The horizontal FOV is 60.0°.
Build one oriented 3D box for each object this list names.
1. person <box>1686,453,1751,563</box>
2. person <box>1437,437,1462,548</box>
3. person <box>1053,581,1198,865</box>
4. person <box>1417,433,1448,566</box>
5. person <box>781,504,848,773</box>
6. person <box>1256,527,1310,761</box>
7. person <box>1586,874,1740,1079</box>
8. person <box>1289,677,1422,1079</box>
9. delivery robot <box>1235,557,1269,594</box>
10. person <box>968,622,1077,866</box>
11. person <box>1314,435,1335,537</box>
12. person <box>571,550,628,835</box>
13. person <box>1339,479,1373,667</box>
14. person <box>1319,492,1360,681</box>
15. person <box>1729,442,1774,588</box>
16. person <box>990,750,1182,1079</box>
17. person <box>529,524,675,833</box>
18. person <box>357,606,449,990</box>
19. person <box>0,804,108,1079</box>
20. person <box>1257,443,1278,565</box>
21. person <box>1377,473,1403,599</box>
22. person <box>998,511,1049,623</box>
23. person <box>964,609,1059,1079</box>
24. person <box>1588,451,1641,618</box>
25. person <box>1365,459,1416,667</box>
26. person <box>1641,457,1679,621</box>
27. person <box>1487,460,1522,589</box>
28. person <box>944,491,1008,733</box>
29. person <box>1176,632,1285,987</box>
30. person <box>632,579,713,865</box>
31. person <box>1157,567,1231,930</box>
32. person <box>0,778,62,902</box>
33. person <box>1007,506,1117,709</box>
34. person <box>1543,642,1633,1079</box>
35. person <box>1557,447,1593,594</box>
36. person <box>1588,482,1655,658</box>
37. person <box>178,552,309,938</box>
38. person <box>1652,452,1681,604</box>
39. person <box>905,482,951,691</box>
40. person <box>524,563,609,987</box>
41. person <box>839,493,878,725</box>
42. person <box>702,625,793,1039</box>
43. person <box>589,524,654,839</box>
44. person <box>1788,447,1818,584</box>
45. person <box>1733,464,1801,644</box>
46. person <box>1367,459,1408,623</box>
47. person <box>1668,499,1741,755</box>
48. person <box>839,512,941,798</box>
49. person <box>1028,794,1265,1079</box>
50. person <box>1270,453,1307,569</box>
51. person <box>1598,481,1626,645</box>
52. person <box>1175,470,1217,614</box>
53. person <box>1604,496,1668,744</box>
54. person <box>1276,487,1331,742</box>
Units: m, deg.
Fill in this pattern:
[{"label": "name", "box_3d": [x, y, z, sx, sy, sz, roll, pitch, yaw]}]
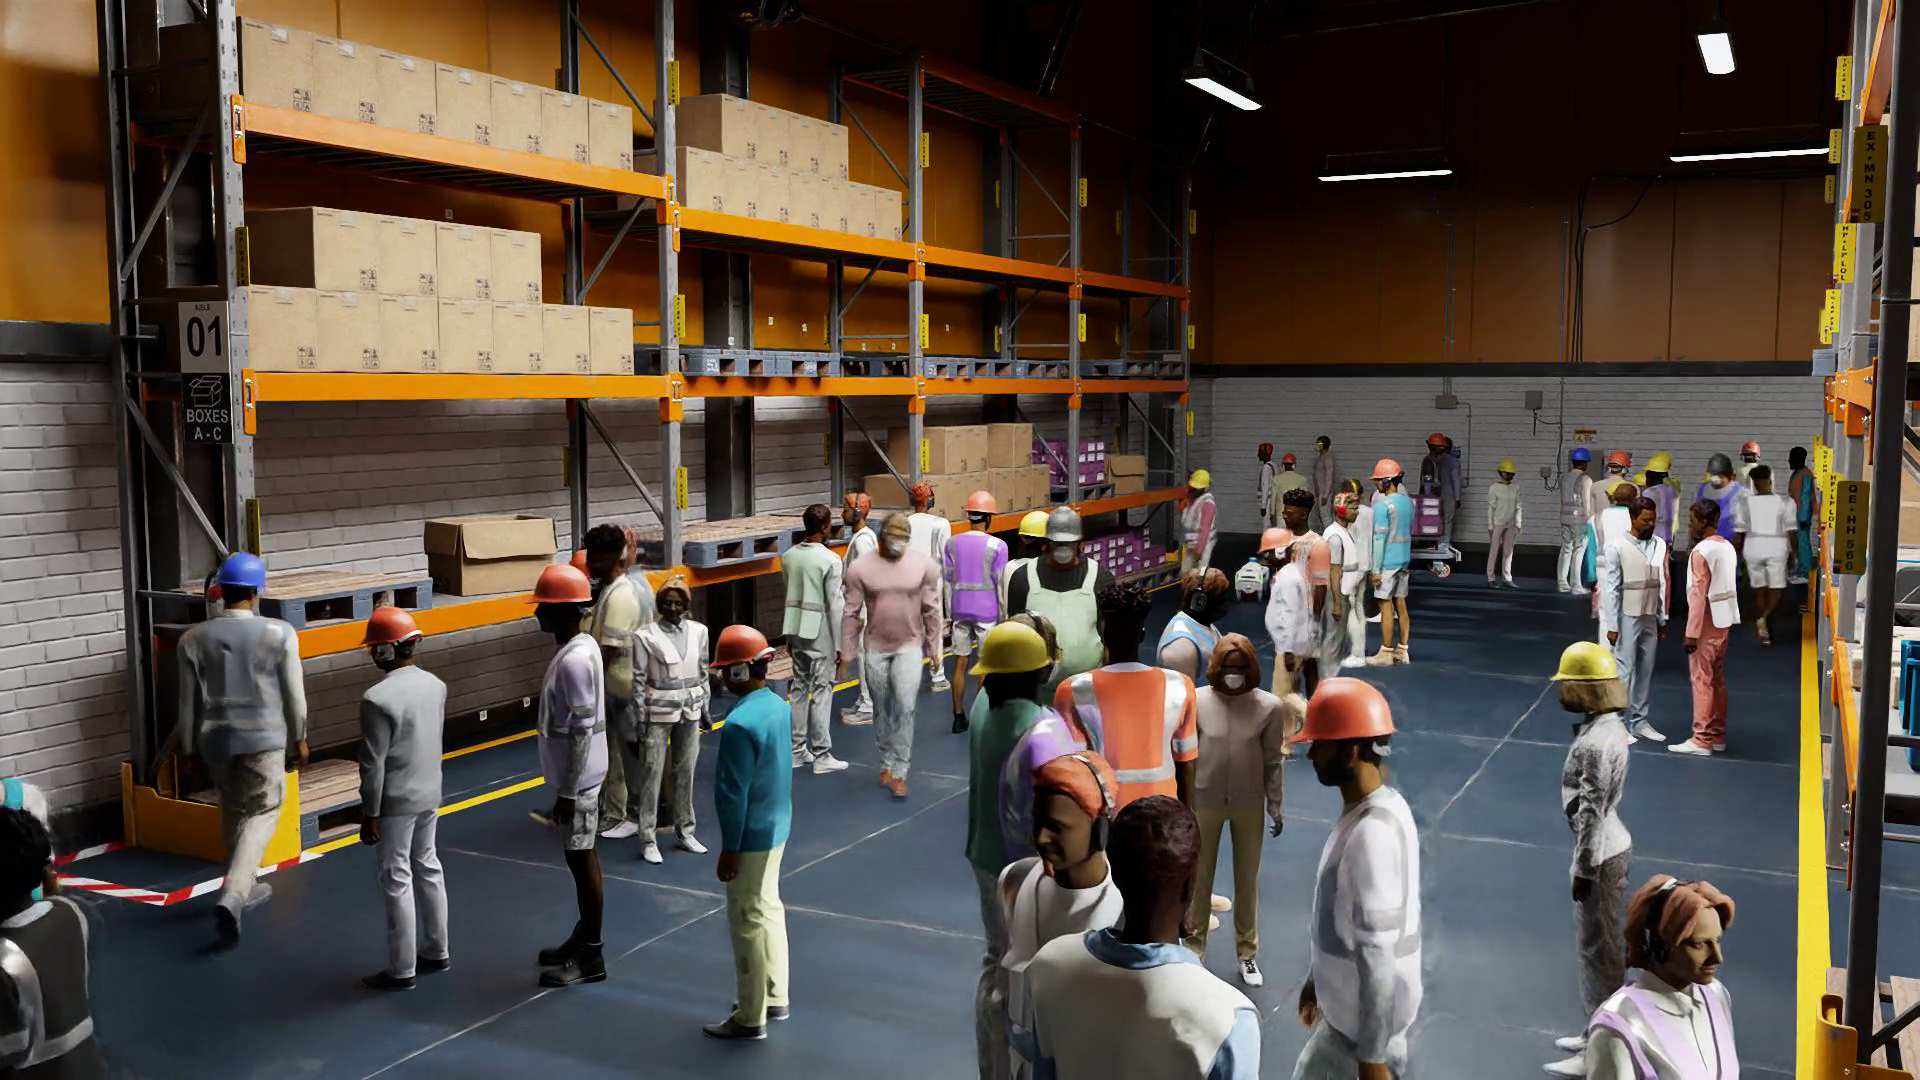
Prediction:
[{"label": "person", "box_3d": [8.561, -0.005, 18.731, 0.797, 2.000, 0.688, -4, 6, -34]}, {"label": "person", "box_3d": [7.717, -0.680, 26.537, 0.359, 1.937, 0.635, -4, 7, -40]}, {"label": "person", "box_3d": [0.663, 1.145, 6.746, 0.603, 1.966, 0.368, -1, 5, -10]}, {"label": "person", "box_3d": [7.220, -0.616, 25.369, 0.418, 2.035, 0.609, 2, 6, 24]}, {"label": "person", "box_3d": [-1.052, 0.701, 11.847, 0.591, 1.912, 0.386, 5, 7, 44]}, {"label": "person", "box_3d": [2.430, 0.768, 12.155, 0.552, 1.718, 0.597, 1, 5, 10]}, {"label": "person", "box_3d": [1.612, 1.577, 3.845, 0.522, 1.638, 0.309, -4, 7, -40]}, {"label": "person", "box_3d": [1.051, 1.351, 4.905, 0.875, 1.900, 0.558, 2, 6, 20]}, {"label": "delivery robot", "box_3d": [3.707, 0.465, 21.080, 0.477, 0.478, 0.707, 2, 6, 18]}, {"label": "person", "box_3d": [0.251, 1.247, 6.049, 0.455, 1.904, 0.597, 0, 5, -2]}, {"label": "person", "box_3d": [5.937, -0.744, 27.227, 0.372, 1.940, 0.630, 0, 5, -2]}, {"label": "person", "box_3d": [-2.247, 0.927, 10.250, 0.339, 1.747, 0.564, -4, 7, -39]}, {"label": "person", "box_3d": [3.891, 0.324, 16.271, 0.356, 1.841, 0.621, 4, 7, 40]}, {"label": "person", "box_3d": [3.273, 0.497, 14.450, 0.389, 1.837, 0.560, 2, 6, 18]}, {"label": "person", "box_3d": [10.699, -0.332, 22.545, 0.609, 1.986, 0.391, 2, 6, 20]}, {"label": "person", "box_3d": [0.300, 1.441, 4.088, 0.343, 1.877, 0.575, -5, 7, -43]}, {"label": "person", "box_3d": [-2.160, 0.863, 10.016, 0.940, 1.918, 0.608, -2, 6, -21]}, {"label": "person", "box_3d": [-2.585, 1.174, 7.650, 0.345, 1.744, 0.557, 1, 5, 13]}, {"label": "person", "box_3d": [-2.481, 1.516, 4.440, 0.890, 1.650, 0.535, 0, 5, 2]}, {"label": "person", "box_3d": [4.718, -0.548, 25.479, 0.355, 1.876, 0.574, 2, 6, 20]}, {"label": "person", "box_3d": [5.456, -0.050, 21.093, 0.322, 1.689, 0.529, 1, 5, 11]}, {"label": "person", "box_3d": [0.493, 0.767, 11.095, 0.388, 1.920, 0.588, -4, 6, -34]}, {"label": "person", "box_3d": [0.213, 1.219, 6.175, 0.382, 1.930, 0.633, -1, 5, -15]}, {"label": "person", "box_3d": [7.681, -0.048, 19.506, 0.616, 1.986, 0.407, 5, 7, 43]}, {"label": "person", "box_3d": [4.196, 0.226, 16.301, 0.606, 2.035, 0.404, -5, 7, -44]}, {"label": "person", "box_3d": [8.067, -0.002, 19.283, 0.594, 1.929, 0.352, -4, 6, -34]}, {"label": "person", "box_3d": [7.351, -0.208, 22.443, 0.519, 1.754, 0.365, -2, 6, -20]}, {"label": "person", "box_3d": [0.146, 0.580, 13.076, 0.548, 1.925, 0.392, 3, 6, 25]}, {"label": "person", "box_3d": [1.233, 1.228, 7.627, 0.498, 1.633, 0.282, 1, 5, 6]}, {"label": "person", "box_3d": [-1.669, 1.038, 9.655, 0.517, 1.636, 0.314, -5, 7, -40]}, {"label": "person", "box_3d": [1.217, 1.049, 8.525, 0.429, 1.836, 0.632, 2, 6, 20]}, {"label": "person", "box_3d": [-2.930, 1.373, 5.045, 0.434, 1.823, 0.569, 2, 6, 18]}, {"label": "person", "box_3d": [0.620, 0.795, 10.121, 0.680, 2.000, 0.535, 0, 5, 5]}, {"label": "person", "box_3d": [2.516, 1.271, 6.668, 0.330, 1.731, 0.489, 2, 6, 25]}, {"label": "person", "box_3d": [8.139, -0.249, 21.934, 0.412, 1.941, 0.610, -1, 5, -14]}, {"label": "person", "box_3d": [6.308, 0.367, 15.872, 0.642, 1.826, 0.452, 4, 6, 35]}, {"label": "person", "box_3d": [-3.652, 1.018, 8.415, 0.599, 1.917, 0.892, 0, 5, 0]}, {"label": "person", "box_3d": [8.750, -0.136, 20.752, 0.594, 1.922, 0.377, -5, 7, -42]}, {"label": "person", "box_3d": [-0.334, 0.425, 14.953, 0.572, 1.883, 0.356, 1, 5, 13]}, {"label": "person", "box_3d": [-1.806, 1.073, 7.673, 0.362, 1.939, 0.543, -1, 5, -12]}, {"label": "person", "box_3d": [-0.809, 0.557, 13.523, 0.358, 1.883, 0.572, 0, 5, -3]}, {"label": "person", "box_3d": [-0.904, 1.226, 7.089, 0.354, 1.737, 0.578, 1, 5, 13]}, {"label": "person", "box_3d": [-2.079, 0.855, 10.182, 0.405, 1.911, 0.636, -2, 6, -16]}, {"label": "person", "box_3d": [11.677, -0.342, 23.087, 0.397, 1.910, 0.587, 1, 5, 10]}, {"label": "person", "box_3d": [8.481, 0.167, 17.511, 0.677, 1.924, 0.706, 4, 7, 35]}, {"label": "person", "box_3d": [4.930, 0.011, 19.286, 0.402, 1.904, 0.651, 4, 7, 36]}, {"label": "person", "box_3d": [5.591, 0.649, 12.415, 0.405, 1.909, 0.597, 5, 7, 43]}, {"label": "person", "box_3d": [-0.476, 0.771, 11.115, 0.682, 1.894, 0.858, 0, 5, 1]}, {"label": "person", "box_3d": [0.384, 1.476, 3.437, 0.391, 1.921, 0.591, -5, 7, -44]}, {"label": "person", "box_3d": [4.886, -0.421, 24.740, 0.572, 1.747, 0.338, 0, 5, 2]}, {"label": "person", "box_3d": [6.799, 0.269, 17.242, 0.315, 1.770, 0.524, 2, 6, 16]}, {"label": "person", "box_3d": [2.795, 0.050, 19.553, 0.466, 1.773, 0.659, -1, 5, -15]}, {"label": "person", "box_3d": [5.199, 0.613, 12.825, 0.598, 1.907, 0.409, -3, 6, -28]}, {"label": "person", "box_3d": [2.619, 0.573, 12.908, 0.367, 1.966, 0.604, -2, 6, -23]}]
